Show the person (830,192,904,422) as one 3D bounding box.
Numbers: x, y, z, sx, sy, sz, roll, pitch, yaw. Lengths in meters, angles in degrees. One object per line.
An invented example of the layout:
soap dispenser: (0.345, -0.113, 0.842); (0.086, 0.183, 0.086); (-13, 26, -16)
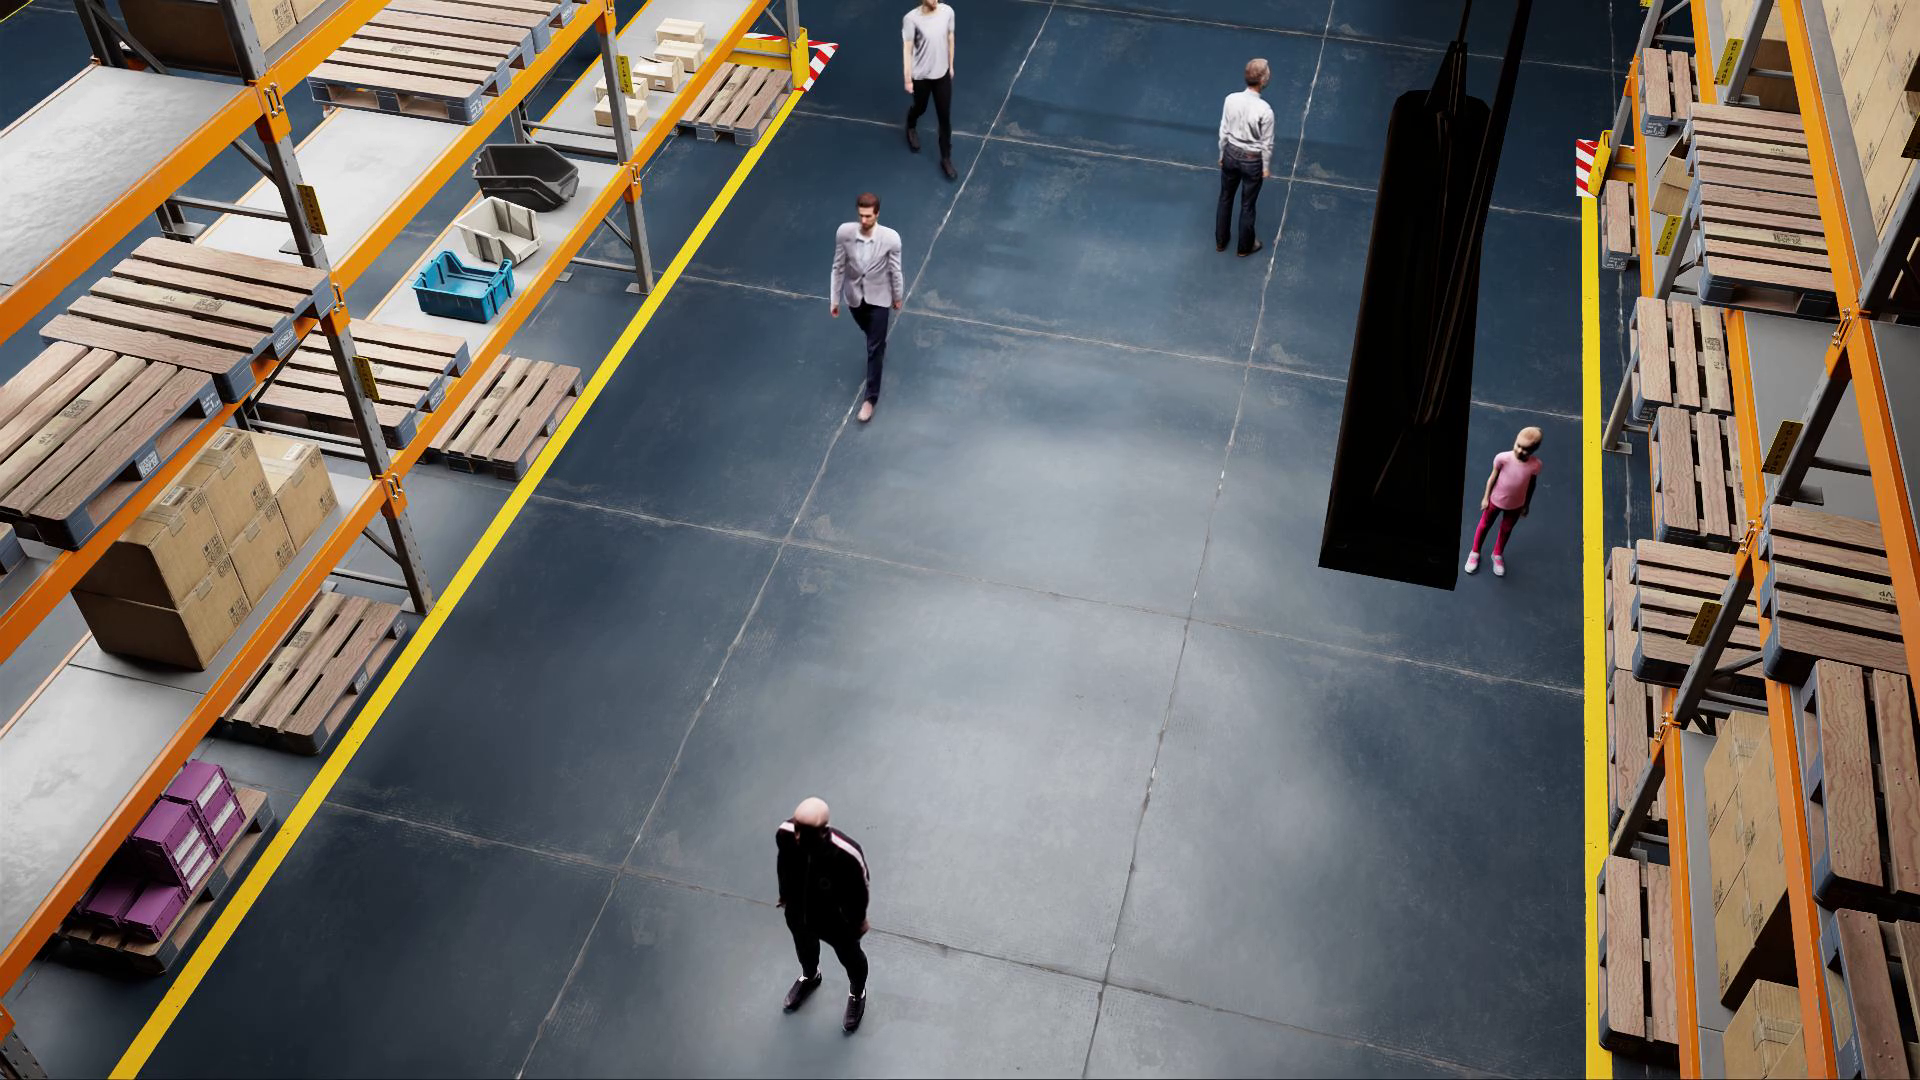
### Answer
person: (-0.692, -1.946, 12.985); (0.736, 1.806, 1.219); (13, 45, 13)

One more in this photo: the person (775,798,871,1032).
person: (-0.722, 1.961, 8.862); (0.717, 1.836, 0.618); (16, 46, 17)

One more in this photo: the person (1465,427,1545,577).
person: (3.828, -0.297, 11.642); (0.491, 1.271, 0.511); (8, 44, 8)

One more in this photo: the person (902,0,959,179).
person: (-0.321, -4.389, 15.532); (1.137, 1.831, 1.290); (-15, 46, -15)

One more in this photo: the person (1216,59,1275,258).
person: (2.461, -3.304, 14.402); (0.724, 1.817, 0.692); (27, 50, 25)
